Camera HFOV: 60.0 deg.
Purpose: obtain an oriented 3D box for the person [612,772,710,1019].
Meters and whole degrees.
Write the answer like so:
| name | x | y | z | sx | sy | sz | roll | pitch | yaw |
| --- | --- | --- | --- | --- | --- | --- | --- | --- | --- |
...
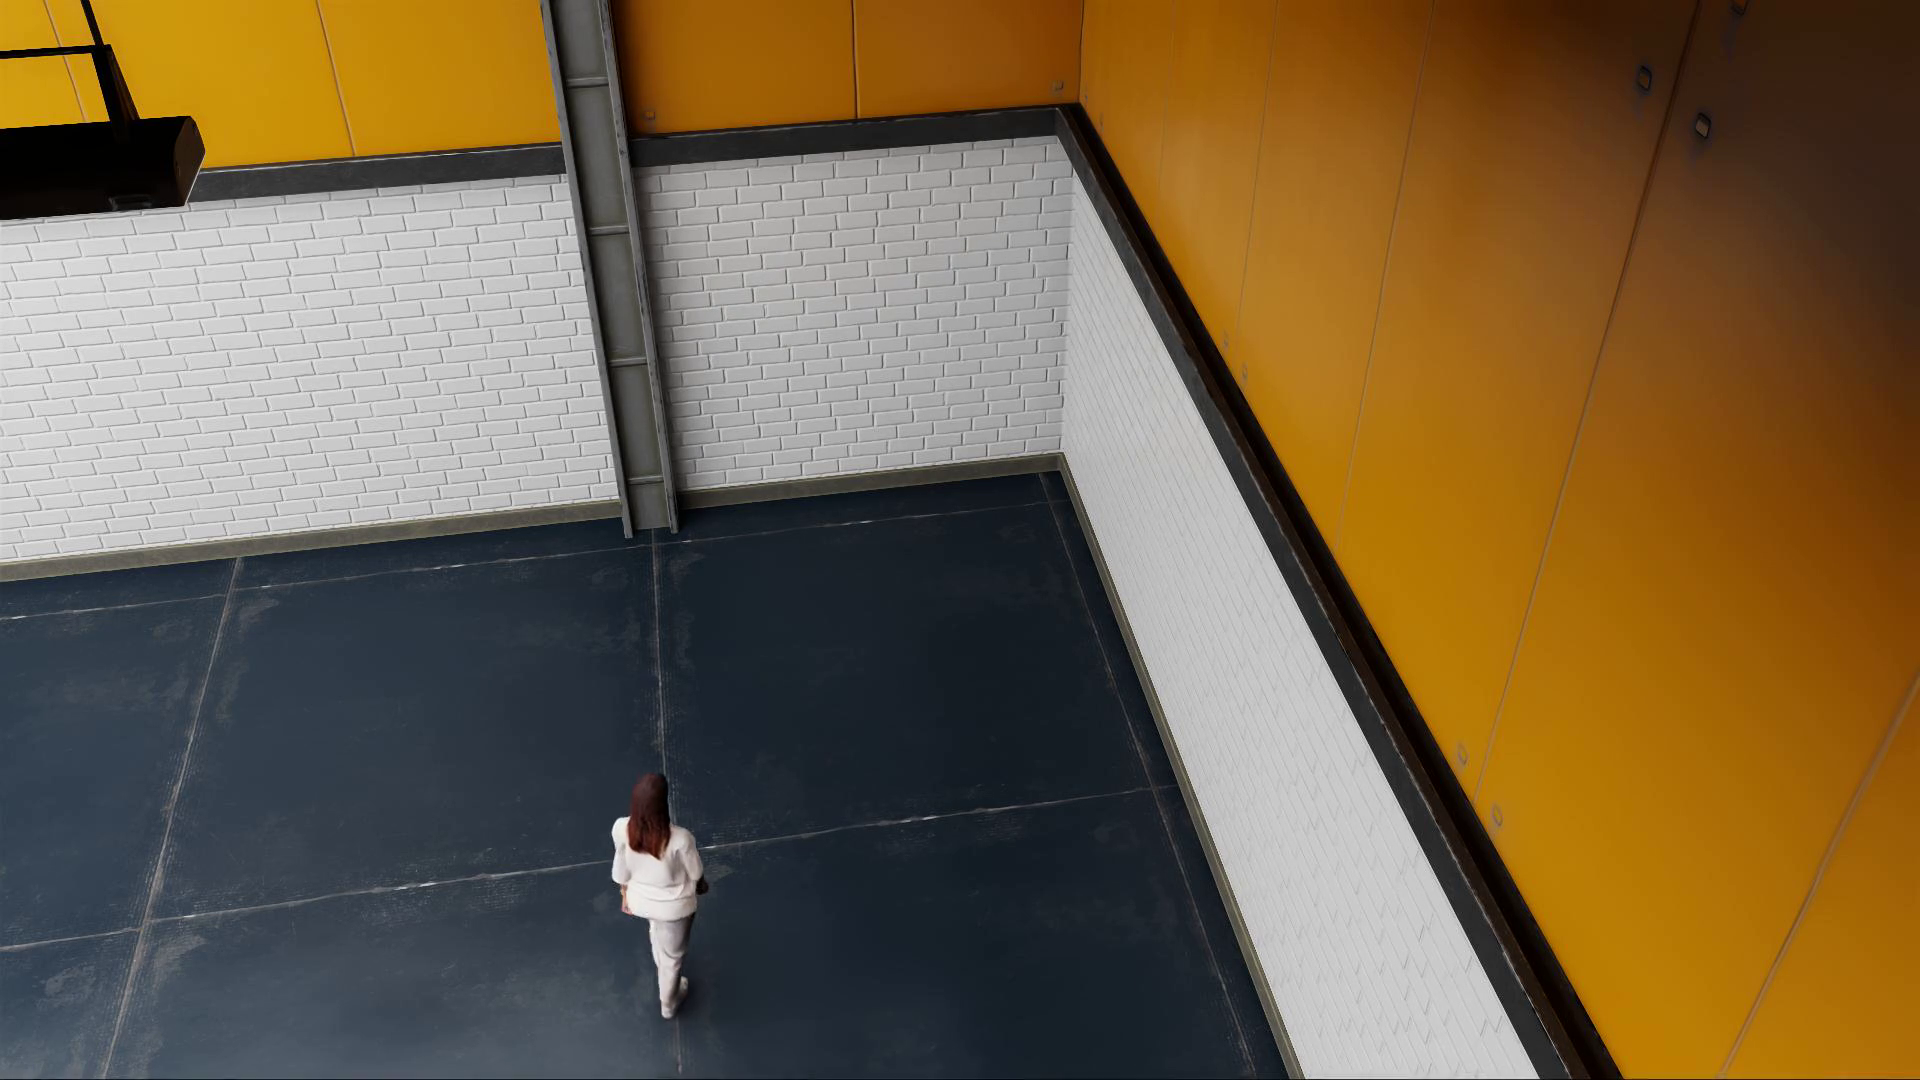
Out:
| name | x | y | z | sx | sy | sz | roll | pitch | yaw |
| --- | --- | --- | --- | --- | --- | --- | --- | --- | --- |
| person | -1.565 | 1.908 | 8.612 | 0.727 | 1.675 | 0.793 | 10 | 40 | 12 |
